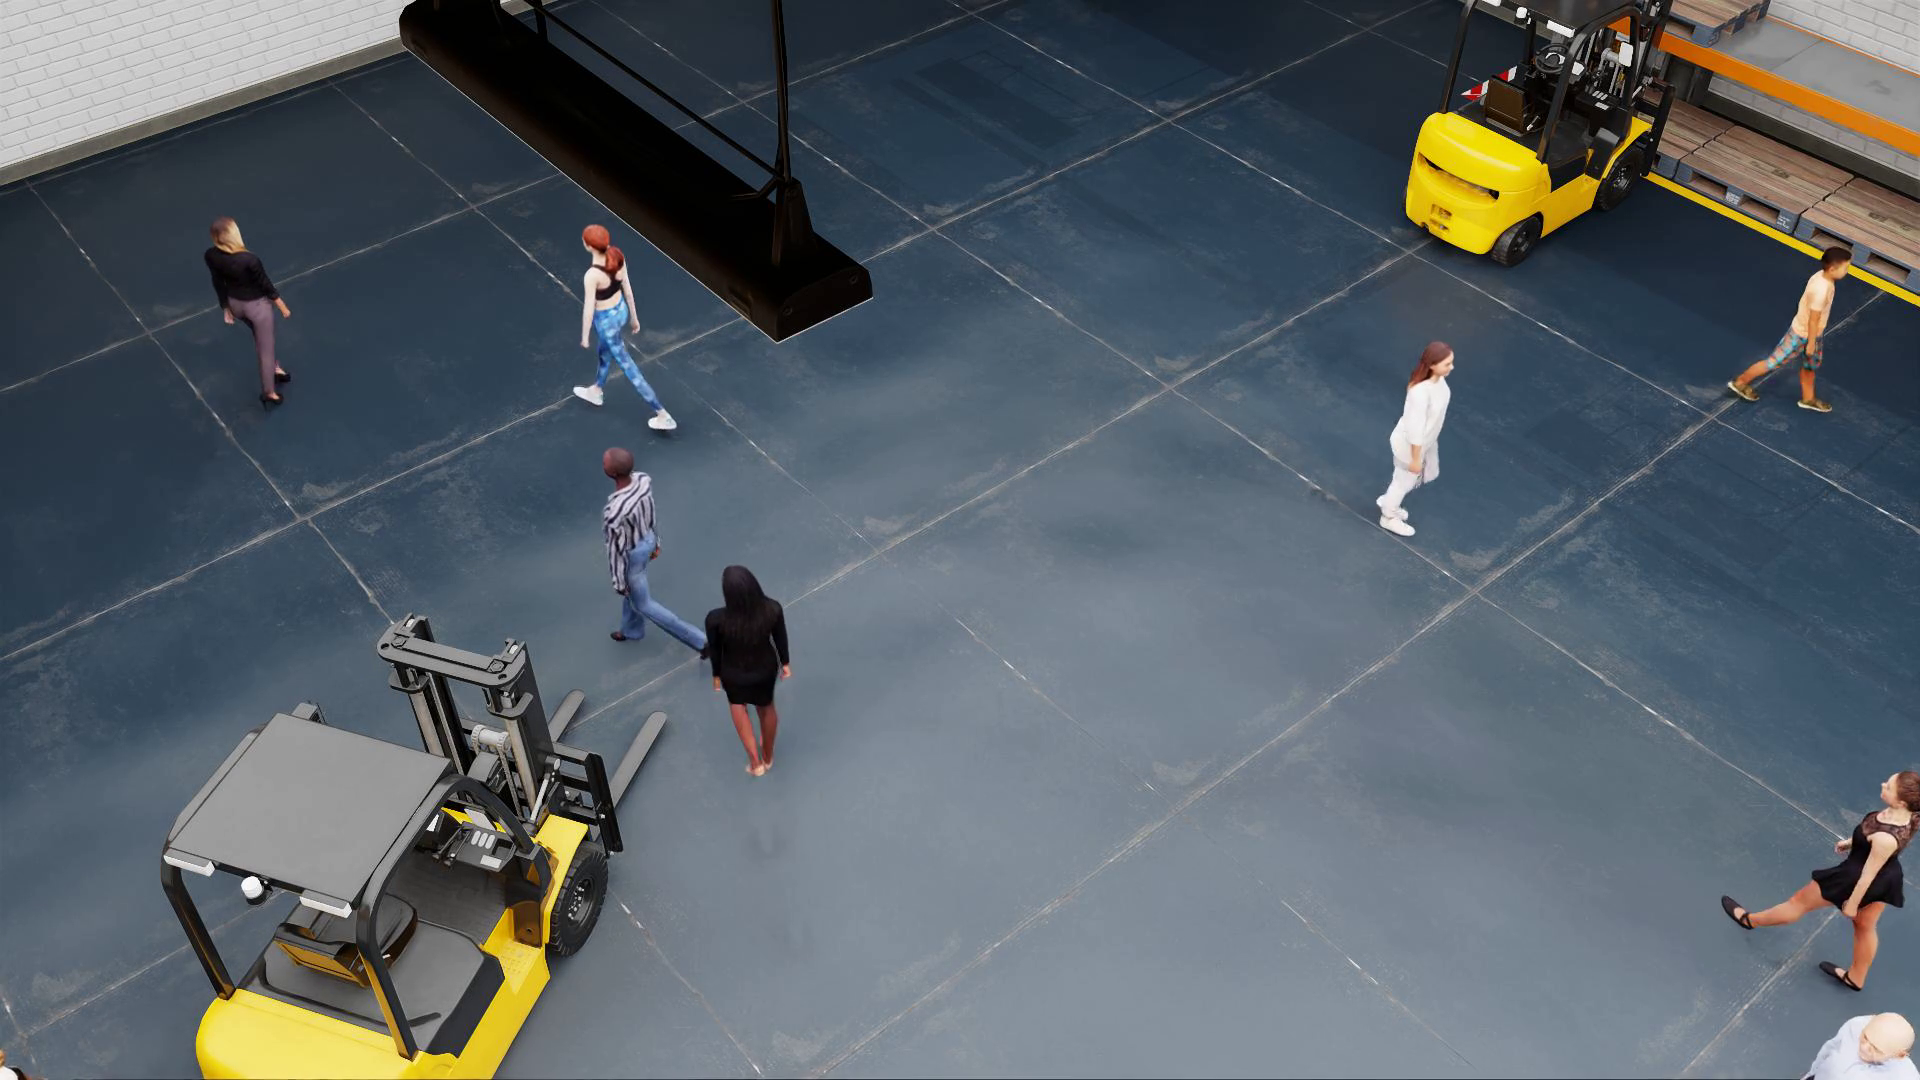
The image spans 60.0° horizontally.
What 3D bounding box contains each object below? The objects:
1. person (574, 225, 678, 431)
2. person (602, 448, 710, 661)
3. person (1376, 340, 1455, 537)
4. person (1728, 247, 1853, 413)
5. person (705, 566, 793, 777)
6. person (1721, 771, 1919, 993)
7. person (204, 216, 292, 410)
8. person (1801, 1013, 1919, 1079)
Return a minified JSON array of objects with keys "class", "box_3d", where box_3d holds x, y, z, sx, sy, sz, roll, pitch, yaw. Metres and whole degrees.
[{"class":"person","box_3d":[-2.520,-1.528,12.400,1.293,1.735,0.891,22,48,21]},{"class":"person","box_3d":[-1.992,0.138,10.626,1.161,1.771,0.990,13,45,13]},{"class":"person","box_3d":[3.114,-0.727,11.601,0.711,1.678,0.700,21,48,21]},{"class":"person","box_3d":[6.379,-1.610,12.708,1.064,1.430,0.787,20,47,20]},{"class":"person","box_3d":[-1.240,0.855,9.916,0.765,1.712,0.813,-11,45,-12]},{"class":"person","box_3d":[4.915,1.865,8.907,0.596,1.641,1.036,-32,52,-29]},{"class":"person","box_3d":[-5.411,-1.666,12.603,0.752,1.656,0.816,12,45,12]},{"class":"person","box_3d":[4.225,2.725,7.909,0.883,1.773,0.845,-12,45,-13]}]
